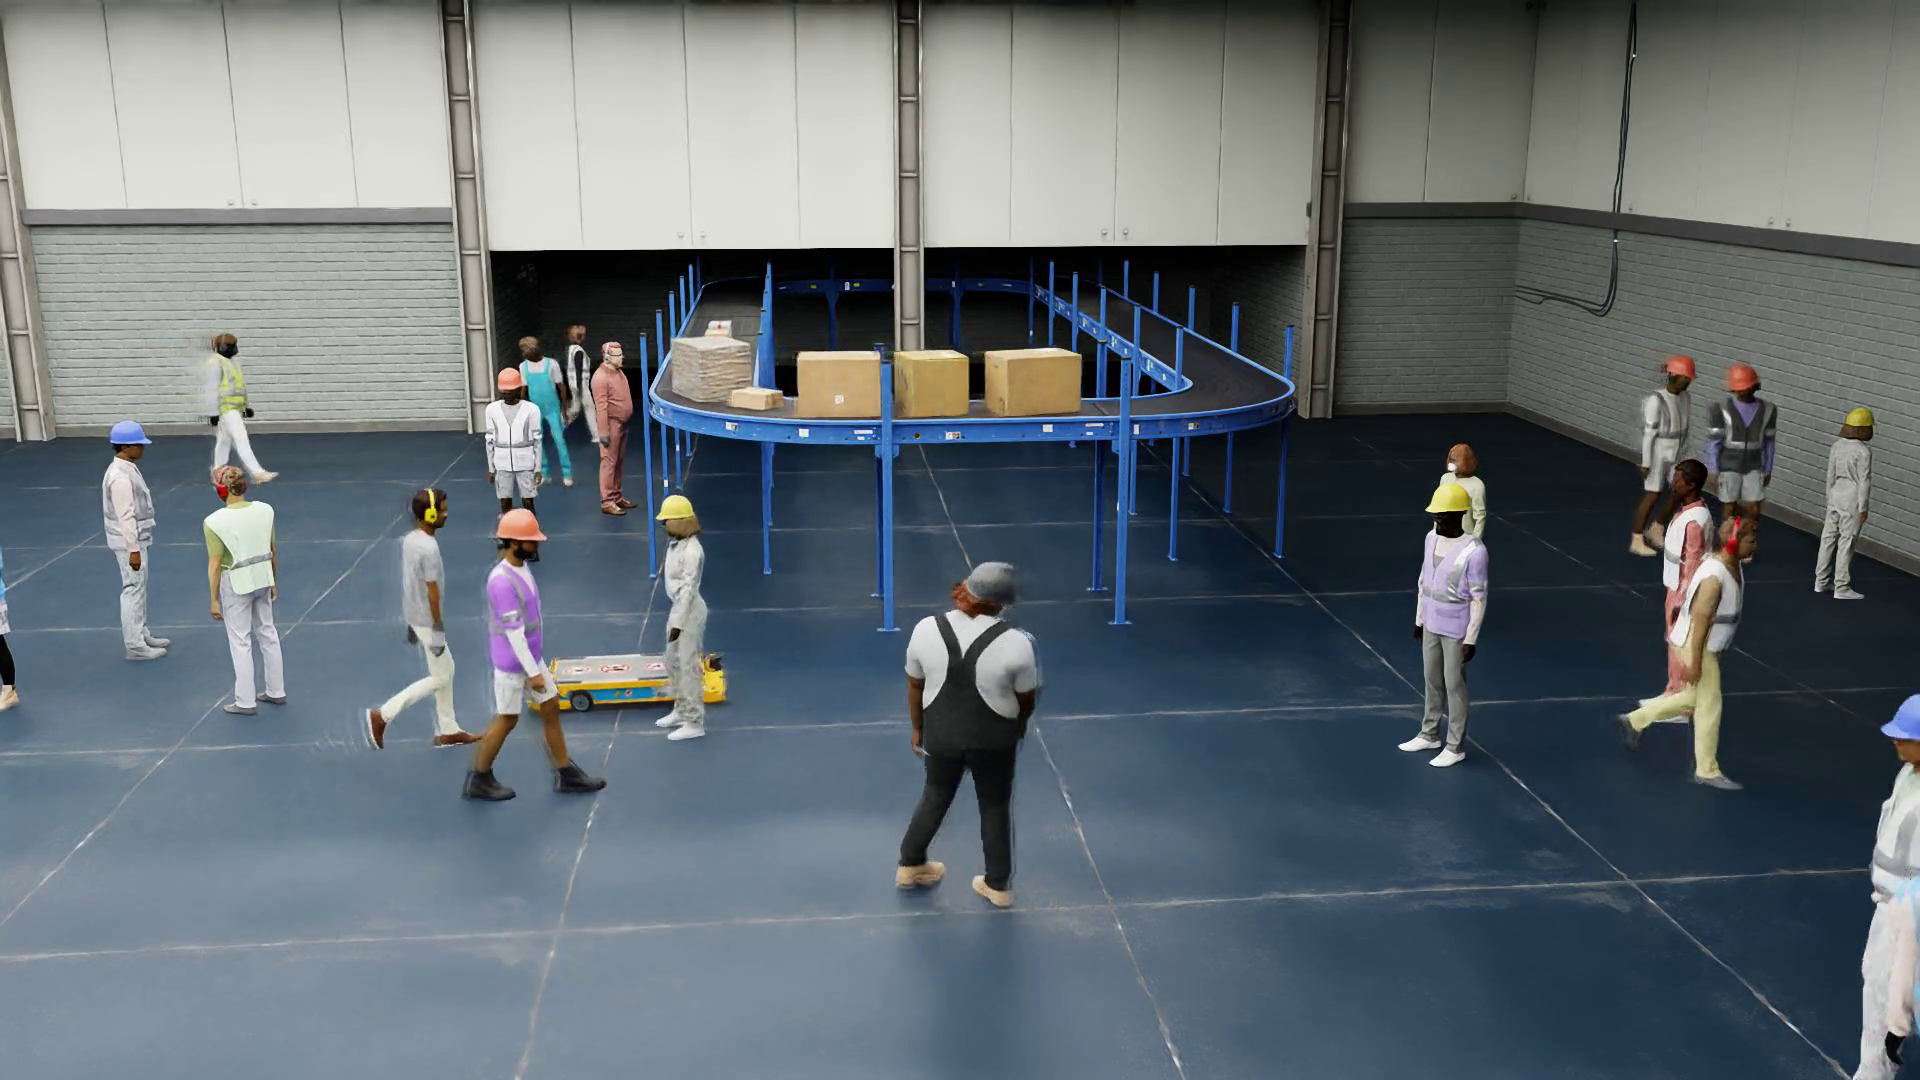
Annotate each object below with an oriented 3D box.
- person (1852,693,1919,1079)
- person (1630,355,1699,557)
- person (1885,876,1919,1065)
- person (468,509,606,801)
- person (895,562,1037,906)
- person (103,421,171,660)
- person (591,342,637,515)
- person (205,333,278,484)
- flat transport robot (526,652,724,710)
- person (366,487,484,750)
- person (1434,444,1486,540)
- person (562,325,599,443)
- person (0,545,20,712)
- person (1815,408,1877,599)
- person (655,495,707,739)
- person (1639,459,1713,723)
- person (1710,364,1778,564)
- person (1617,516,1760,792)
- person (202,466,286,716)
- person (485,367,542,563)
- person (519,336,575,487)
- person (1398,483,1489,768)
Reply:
[{"bbox_3d":[4.135,1.572,7.092,0.621,1.927,0.618,5,15,20],"label":"person"},{"bbox_3d":[7.007,-0.829,16.492,0.640,2.022,0.449,-9,17,-32],"label":"person"},{"bbox_3d":[3.841,1.864,6.219,0.957,1.789,0.636,-10,17,-36],"label":"person"},{"bbox_3d":[-2.756,0.734,10.497,0.851,1.901,0.554,1,14,4],"label":"person"},{"bbox_3d":[0.034,1.018,9.083,0.822,2.000,0.544,4,15,17],"label":"person"},{"bbox_3d":[-6.631,0.002,13.368,0.416,1.940,0.601,-6,15,-23],"label":"person"},{"bbox_3d":[-3.808,-1.241,18.394,0.403,1.906,0.651,2,14,9],"label":"person"},{"bbox_3d":[-8.592,-1.559,19.860,0.889,1.802,0.663,-1,14,-4],"label":"person"},{"bbox_3d":[-2.510,1.053,12.536,1.431,0.197,0.652,-2,14,-8],"label":"flat transport robot"},{"bbox_3d":[-3.690,0.566,11.306,0.707,1.838,0.552,-7,16,-26],"label":"person"},{"bbox_3d":[4.185,-0.007,14.010,0.266,1.631,0.509,-8,16,-28],"label":"person"},{"bbox_3d":[-5.143,-2.097,22.414,0.733,1.615,0.529,-5,15,-20],"label":"person"},{"bbox_3d":[-7.186,0.421,12.160,0.541,1.700,0.316,8,16,29],"label":"person"},{"bbox_3d":[8.077,-0.337,15.109,0.295,1.744,0.489,-3,14,-12],"label":"person"},{"bbox_3d":[-1.948,0.537,11.636,0.330,1.733,0.500,-7,16,-27],"label":"person"},{"bbox_3d":[5.190,0.367,11.933,0.391,1.919,0.591,4,15,17],"label":"person"},{"bbox_3d":[7.517,-0.697,16.016,0.619,2.008,0.457,3,14,11],"label":"person"},{"bbox_3d":[4.770,0.693,10.847,0.774,1.817,0.580,10,17,34],"label":"person"},{"bbox_3d":[-5.190,0.368,12.102,0.388,1.838,0.562,8,16,28],"label":"person"},{"bbox_3d":[-4.360,-0.730,16.288,0.542,1.937,0.360,-1,14,-5],"label":"person"},{"bbox_3d":[-4.899,-1.521,19.730,0.608,1.807,0.395,2,14,9],"label":"person"},{"bbox_3d":[3.245,0.563,11.131,0.371,1.925,0.595,-6,15,-22],"label":"person"}]
